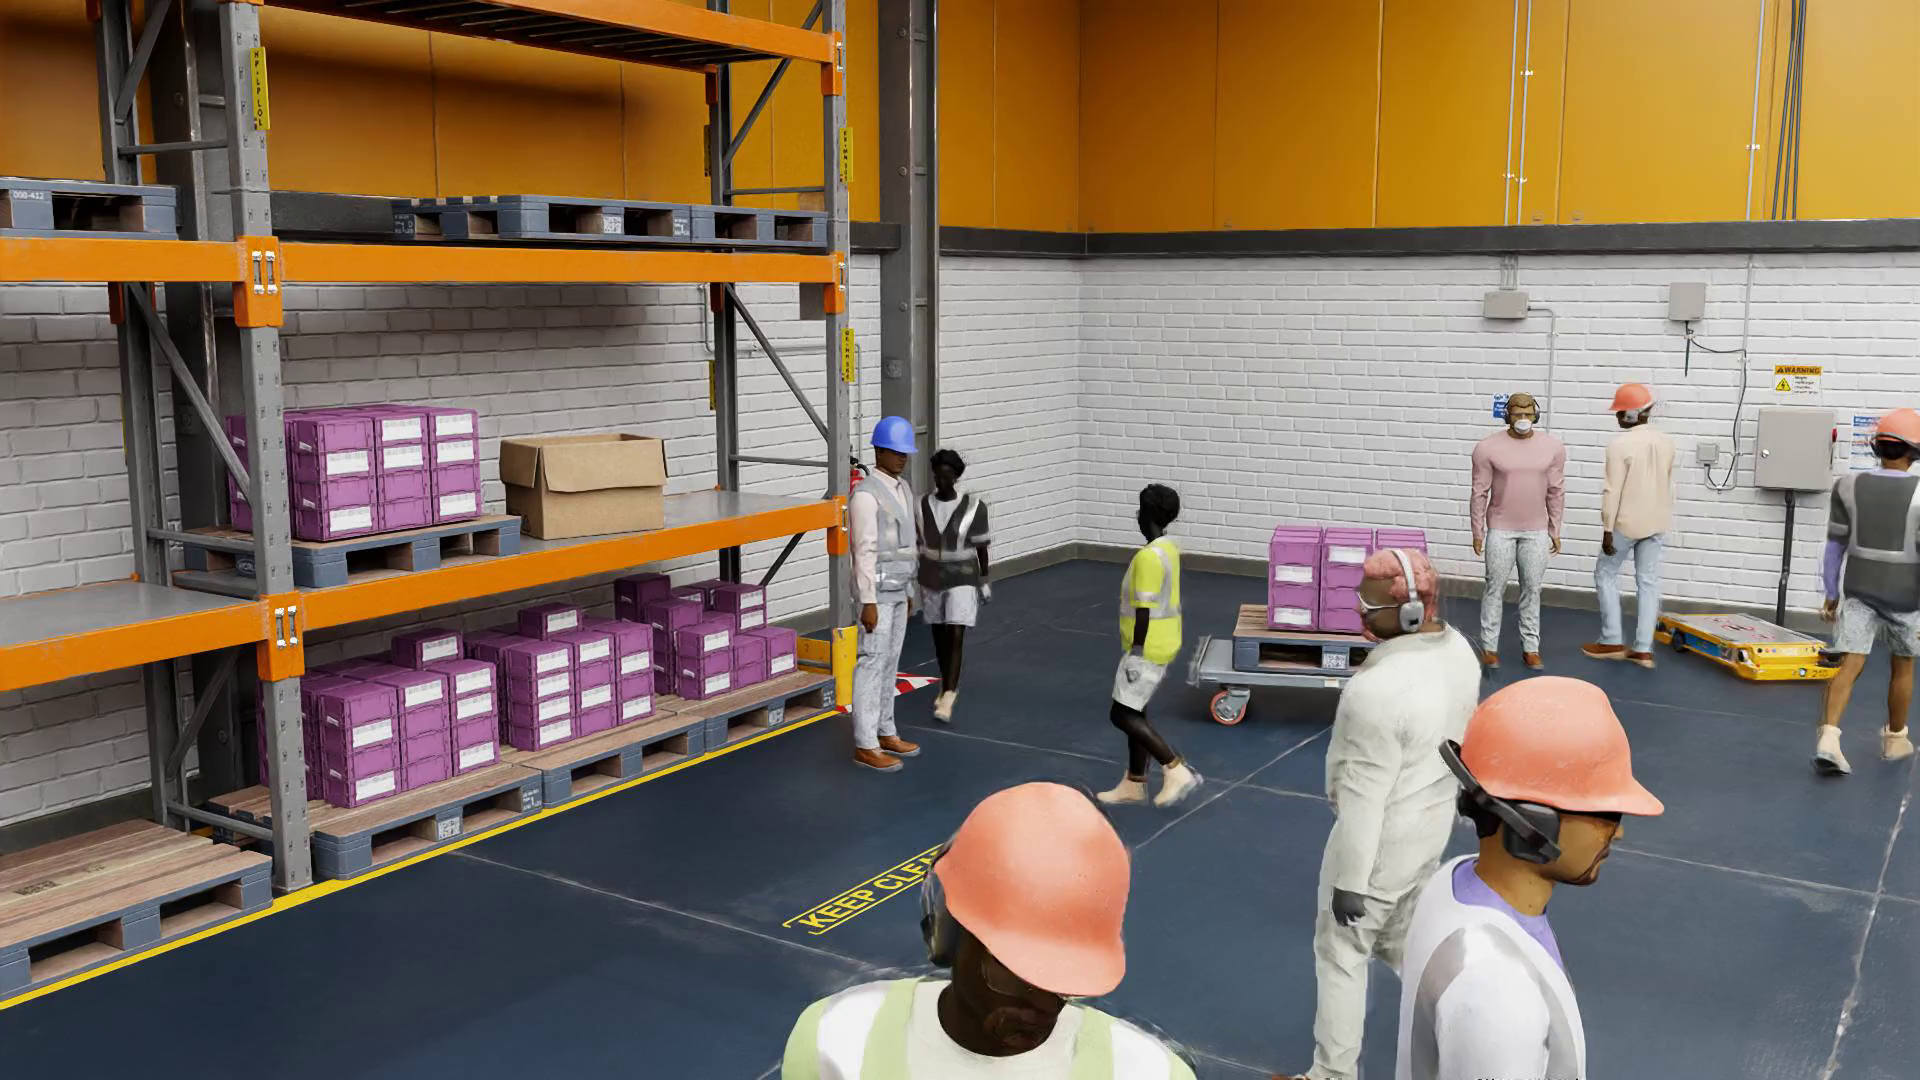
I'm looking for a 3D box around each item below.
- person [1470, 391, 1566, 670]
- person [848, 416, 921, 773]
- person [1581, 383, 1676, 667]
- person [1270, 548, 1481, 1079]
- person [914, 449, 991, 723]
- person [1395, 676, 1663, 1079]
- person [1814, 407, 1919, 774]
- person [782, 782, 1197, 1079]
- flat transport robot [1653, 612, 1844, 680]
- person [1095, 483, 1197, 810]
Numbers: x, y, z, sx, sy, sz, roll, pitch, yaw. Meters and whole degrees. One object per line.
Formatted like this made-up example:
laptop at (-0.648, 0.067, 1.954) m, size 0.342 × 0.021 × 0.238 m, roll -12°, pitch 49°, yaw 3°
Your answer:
person at (3.836, -0.061, 11.483) m, size 0.627 × 1.932 × 0.367 m, roll 1°, pitch 9°, yaw 5°
person at (-0.405, 0.286, 9.172) m, size 0.405 × 1.941 × 0.608 m, roll 3°, pitch 9°, yaw 19°
person at (4.697, -0.110, 11.646) m, size 0.685 × 1.972 × 0.548 m, roll -3°, pitch 9°, yaw -18°
person at (1.344, 0.934, 5.186) m, size 0.680 × 1.870 × 0.671 m, roll 9°, pitch 12°, yaw 44°
person at (-0.121, 0.278, 10.118) m, size 0.554 × 1.652 × 0.840 m, roll 3°, pitch 9°, yaw 18°
person at (0.915, 1.223, 2.804) m, size 0.404 × 2.034 × 0.610 m, roll 2°, pitch 9°, yaw 15°
person at (4.978, 0.281, 9.028) m, size 1.017 × 2.007 × 0.620 m, roll -8°, pitch 12°, yaw -41°
person at (0.039, 1.285, 2.468) m, size 0.641 × 2.011 × 0.752 m, roll 2°, pitch 9°, yaw 15°
flat transport robot at (5.524, 0.728, 11.713) m, size 0.652 × 0.197 × 1.431 m, roll -1°, pitch 9°, yaw -5°
person at (0.930, 0.550, 8.347) m, size 0.452 × 1.666 × 0.562 m, roll 2°, pitch 9°, yaw 15°
